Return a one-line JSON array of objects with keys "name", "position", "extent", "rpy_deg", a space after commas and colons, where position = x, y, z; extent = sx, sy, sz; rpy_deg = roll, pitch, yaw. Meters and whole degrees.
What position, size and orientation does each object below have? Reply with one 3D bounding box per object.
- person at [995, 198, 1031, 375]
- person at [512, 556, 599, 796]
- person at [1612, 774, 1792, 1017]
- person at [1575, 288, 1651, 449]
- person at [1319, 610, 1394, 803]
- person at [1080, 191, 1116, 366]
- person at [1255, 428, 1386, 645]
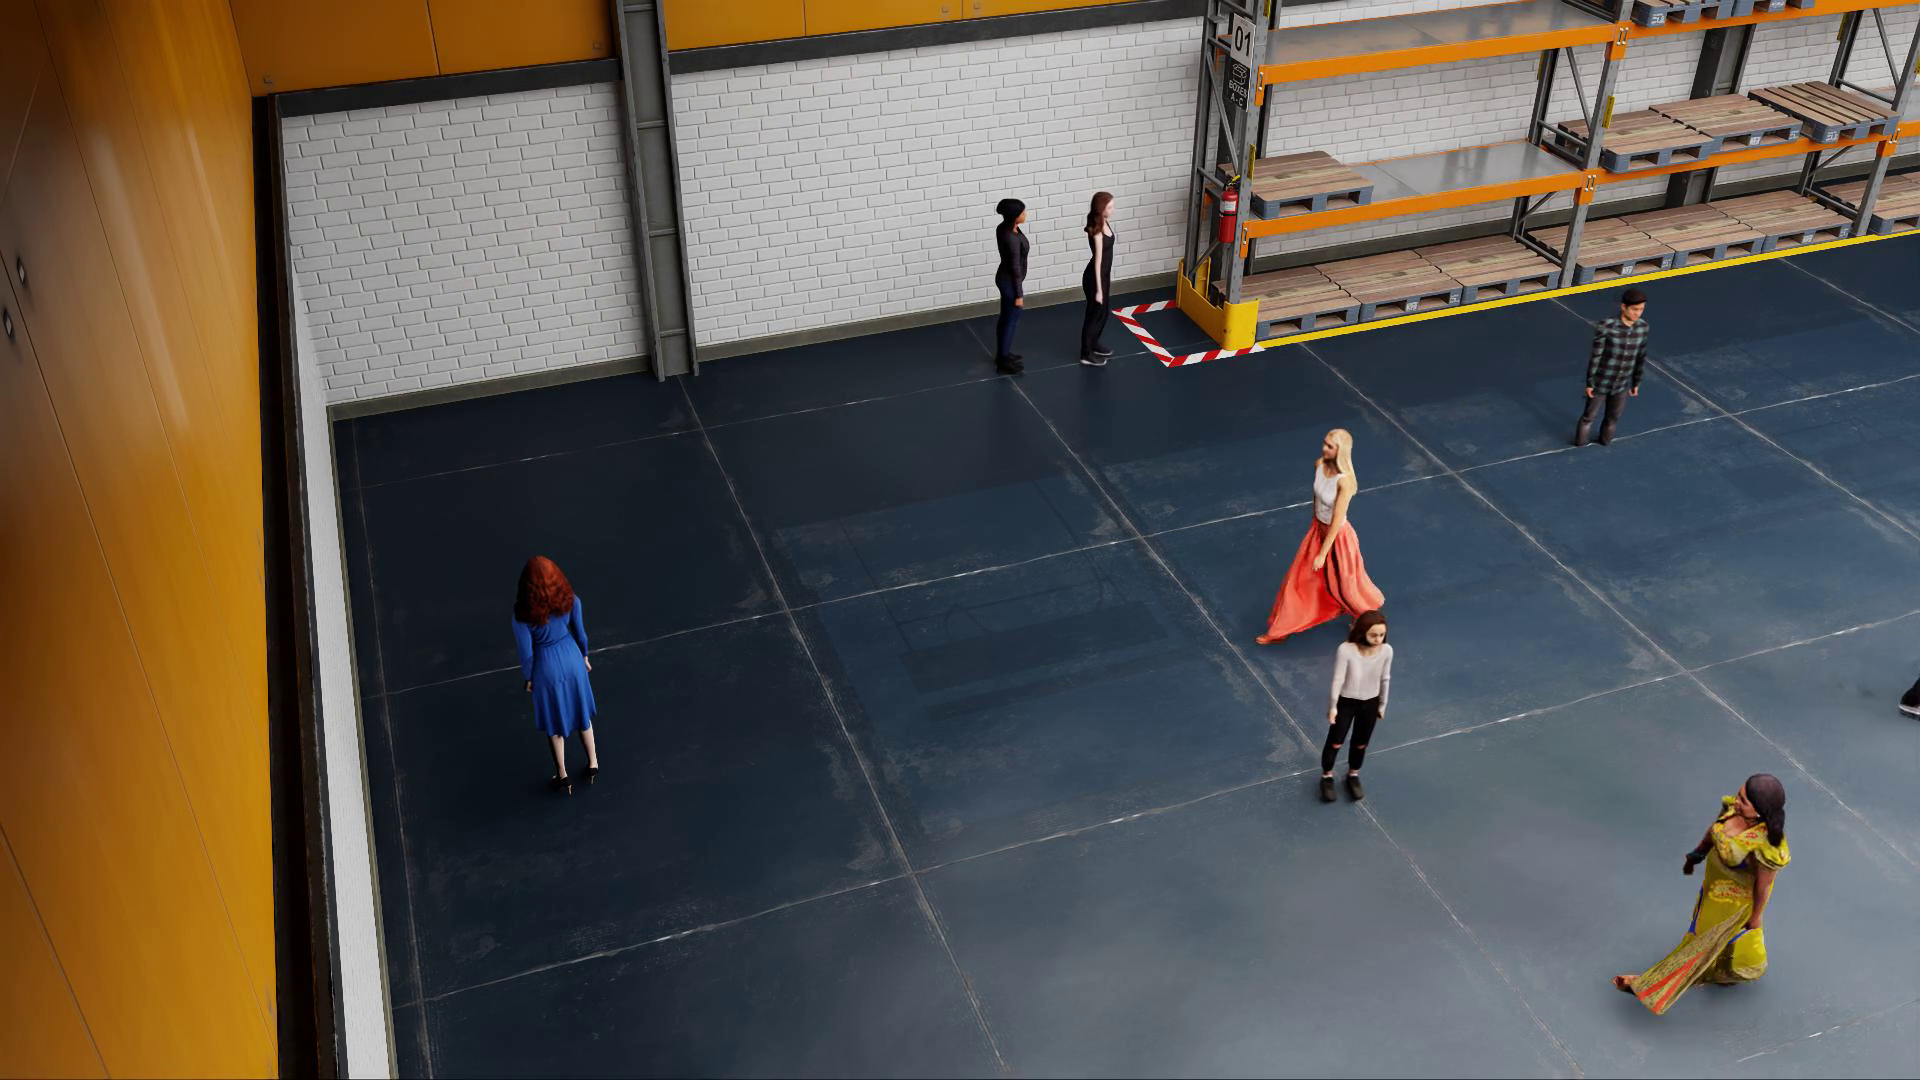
[{"name": "person", "position": [0.458, -2.397, 15.680], "extent": [0.586, 1.747, 0.655], "rpy_deg": [-6, 34, -9]}, {"name": "person", "position": [-2.583, 0.877, 10.680], "extent": [0.567, 1.829, 0.714], "rpy_deg": [-18, 38, -26]}, {"name": "person", "position": [4.375, 1.956, 9.256], "extent": [1.310, 1.608, 1.012], "rpy_deg": [-1, 34, -1]}, {"name": "person", "position": [5.700, -1.417, 14.557], "extent": [0.610, 1.709, 0.766], "rpy_deg": [-2, 34, -4]}, {"name": "person", "position": [2.551, 1.046, 10.740], "extent": [0.504, 1.481, 0.655], "rpy_deg": [-2, 34, -3]}, {"name": "person", "position": [1.295, -2.499, 15.839], "extent": [0.699, 1.742, 0.674], "rpy_deg": [8, 34, 11]}, {"name": "person", "position": [2.773, 0.003, 12.064], "extent": [1.260, 1.753, 0.645], "rpy_deg": [-12, 35, -17]}]
